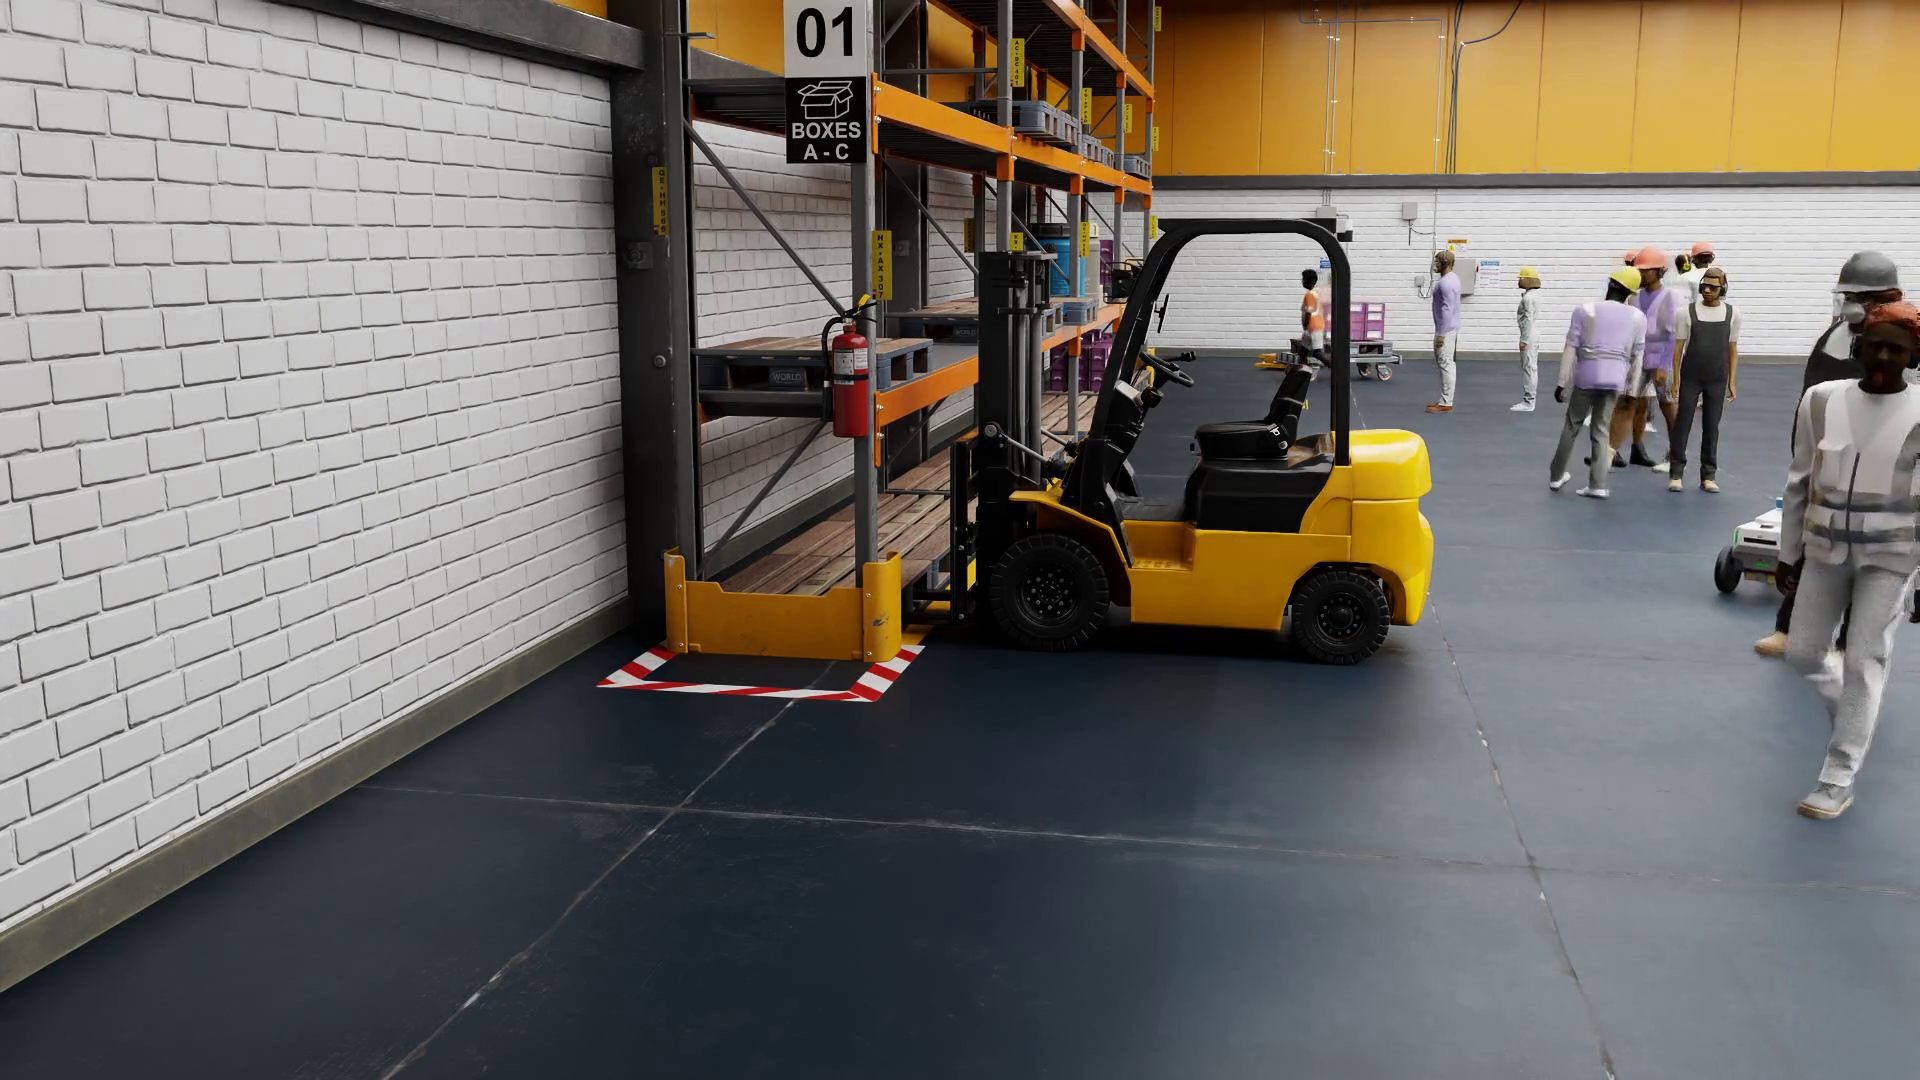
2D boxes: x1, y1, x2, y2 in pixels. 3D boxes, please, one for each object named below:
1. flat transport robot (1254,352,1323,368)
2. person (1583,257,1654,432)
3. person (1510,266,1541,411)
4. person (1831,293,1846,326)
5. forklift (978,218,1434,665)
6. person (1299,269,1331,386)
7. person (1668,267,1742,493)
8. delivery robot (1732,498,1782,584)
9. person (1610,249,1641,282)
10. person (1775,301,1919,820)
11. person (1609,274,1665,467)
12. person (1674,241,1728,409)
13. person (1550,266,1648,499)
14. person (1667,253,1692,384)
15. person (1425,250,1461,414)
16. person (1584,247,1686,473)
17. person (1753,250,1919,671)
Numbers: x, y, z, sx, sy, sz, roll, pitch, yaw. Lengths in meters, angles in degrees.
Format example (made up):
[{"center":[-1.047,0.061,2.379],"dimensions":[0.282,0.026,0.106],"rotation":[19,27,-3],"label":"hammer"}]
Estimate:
[{"center":[5.347,-2.880,26.588],"dimensions":[0.652,0.197,1.431],"rotation":[8,13,39],"label":"flat transport robot"},{"center":[7.246,-2.123,18.051],"dimensions":[0.804,1.882,0.546],"rotation":[5,12,26],"label":"person"},{"center":[6.832,-2.428,20.069],"dimensions":[0.311,1.744,0.486],"rotation":[5,12,28],"label":"person"},{"center":[9.567,-2.050,17.774],"dimensions":[0.508,1.828,0.879],"rotation":[6,12,29],"label":"person"},{"center":[1.285,-0.567,8.635],"dimensions":[2.313,2.155,1.214],"rotation":[2,11,11],"label":"forklift"},{"center":[4.953,-2.918,23.002],"dimensions":[0.771,1.657,0.537],"rotation":[3,11,16],"label":"person"},{"center":[6.105,-1.304,13.638],"dimensions":[0.506,1.843,0.349],"rotation":[2,11,12],"label":"person"},{"center":[4.847,-0.005,9.794],"dimensions":[0.707,0.478,0.477],"rotation":[-10,14,-43],"label":"delivery robot"},{"center":[9.369,-3.086,23.228],"dimensions":[0.574,1.905,0.738],"rotation":[-5,11,-25],"label":"person"},{"center":[3.296,0.068,6.047],"dimensions":[0.577,1.868,0.586],"rotation":[-9,14,-40],"label":"person"},{"center":[6.193,-1.627,15.153],"dimensions":[0.557,1.934,0.377],"rotation":[-3,11,-14],"label":"person"},{"center":[8.911,-2.582,20.100],"dimensions":[0.614,2.038,0.395],"rotation":[-1,10,-7],"label":"person"},{"center":[5.148,-1.280,13.474],"dimensions":[0.670,1.853,0.702],"rotation":[1,10,5],"label":"person"},{"center":[9.978,-3.047,23.143],"dimensions":[0.505,1.860,0.539],"rotation":[-1,10,-8],"label":"person"},{"center":[5.753,-2.467,19.751],"dimensions":[0.372,1.939,0.629],"rotation":[4,11,21],"label":"person"},{"center":[6.010,-1.550,14.582],"dimensions":[1.036,1.987,0.634],"rotation":[-5,12,-27],"label":"person"},{"center":[4.300,-0.382,8.039],"dimensions":[0.536,2.000,0.701],"rotation":[-4,11,-20],"label":"person"}]
